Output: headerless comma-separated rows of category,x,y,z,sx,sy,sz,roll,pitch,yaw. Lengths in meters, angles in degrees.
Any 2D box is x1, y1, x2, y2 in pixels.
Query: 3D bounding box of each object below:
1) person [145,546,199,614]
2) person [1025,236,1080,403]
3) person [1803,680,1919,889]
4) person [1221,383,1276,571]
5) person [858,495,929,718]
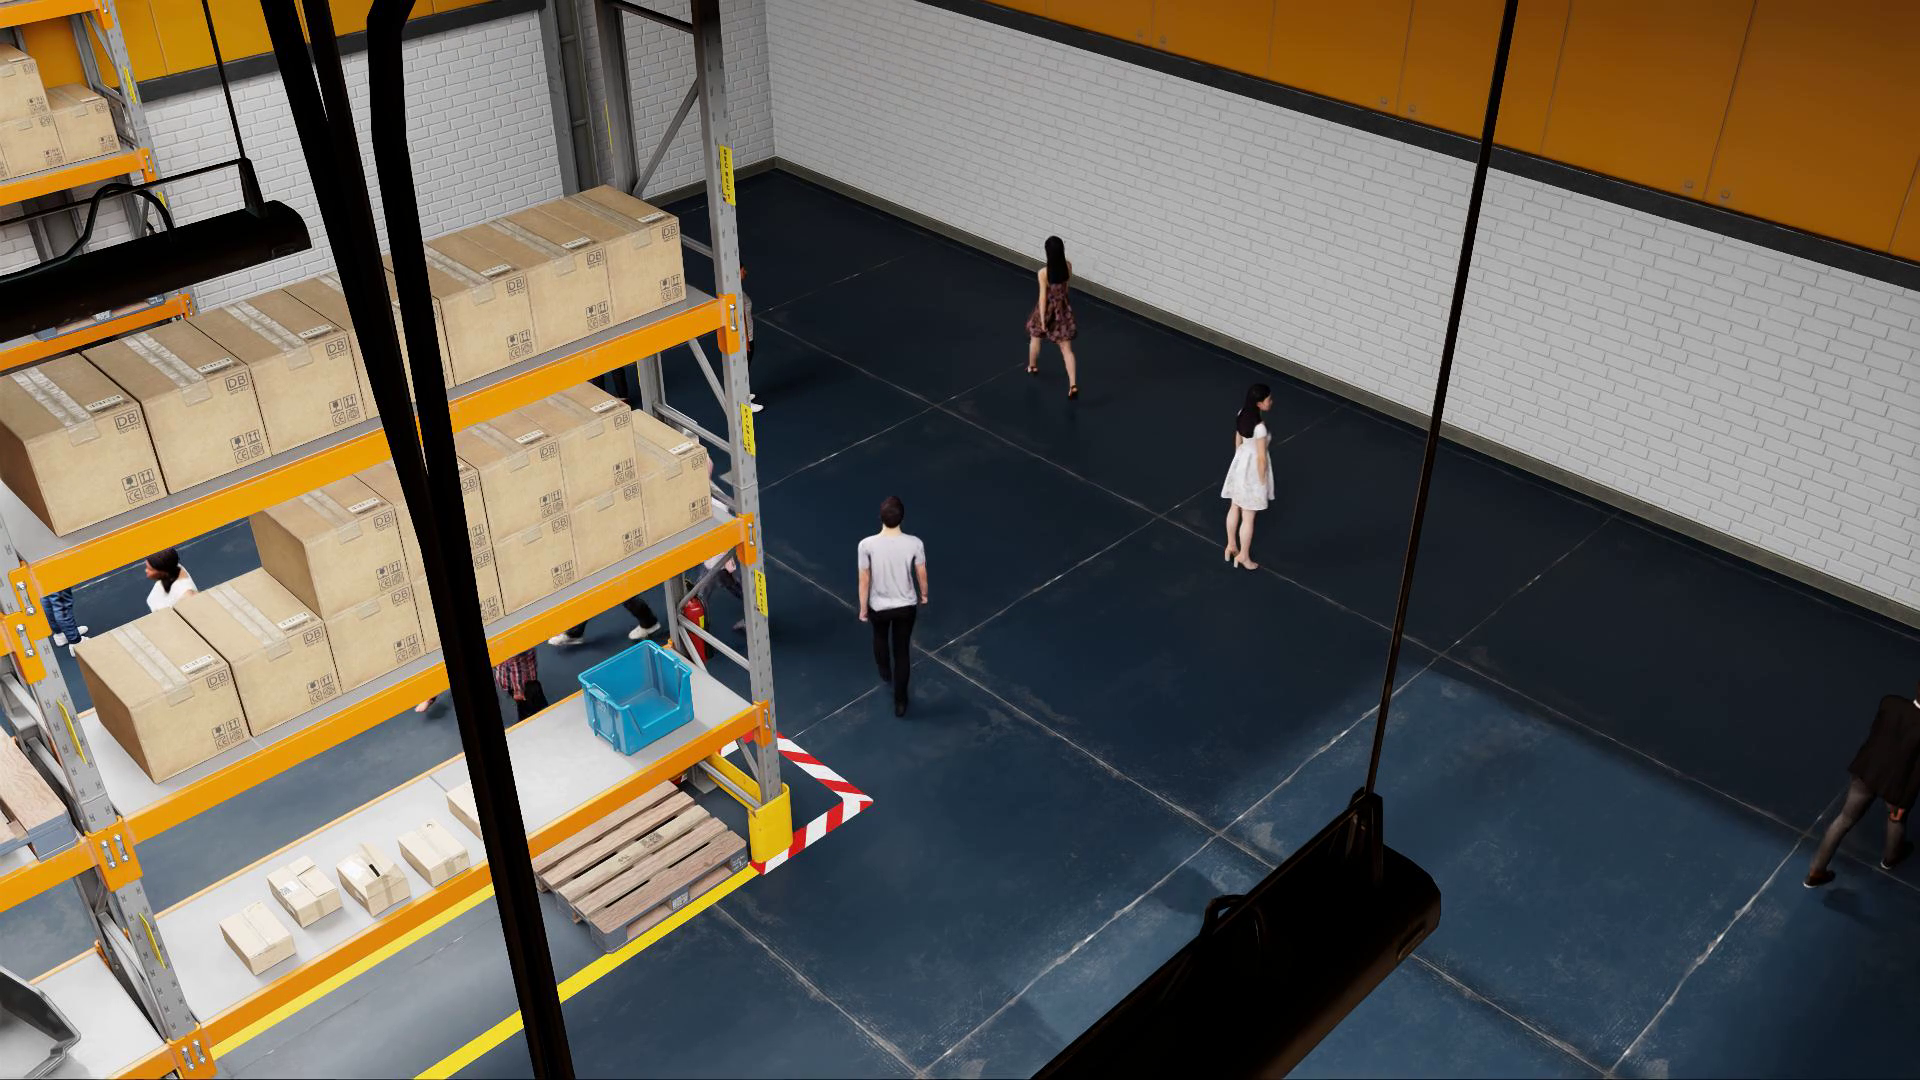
person,-5.785,0.739,12.601,1.045,1.653,0.728,-23,40,-31
person,1.021,-2.230,17.002,1.185,1.727,0.929,-16,37,-23
person,6.113,1.659,11.130,1.231,1.751,0.877,-18,38,-25
person,2.508,-0.552,14.436,0.776,1.773,0.755,-12,35,-17
person,-0.513,0.555,12.709,1.025,1.841,1.082,0,34,0
